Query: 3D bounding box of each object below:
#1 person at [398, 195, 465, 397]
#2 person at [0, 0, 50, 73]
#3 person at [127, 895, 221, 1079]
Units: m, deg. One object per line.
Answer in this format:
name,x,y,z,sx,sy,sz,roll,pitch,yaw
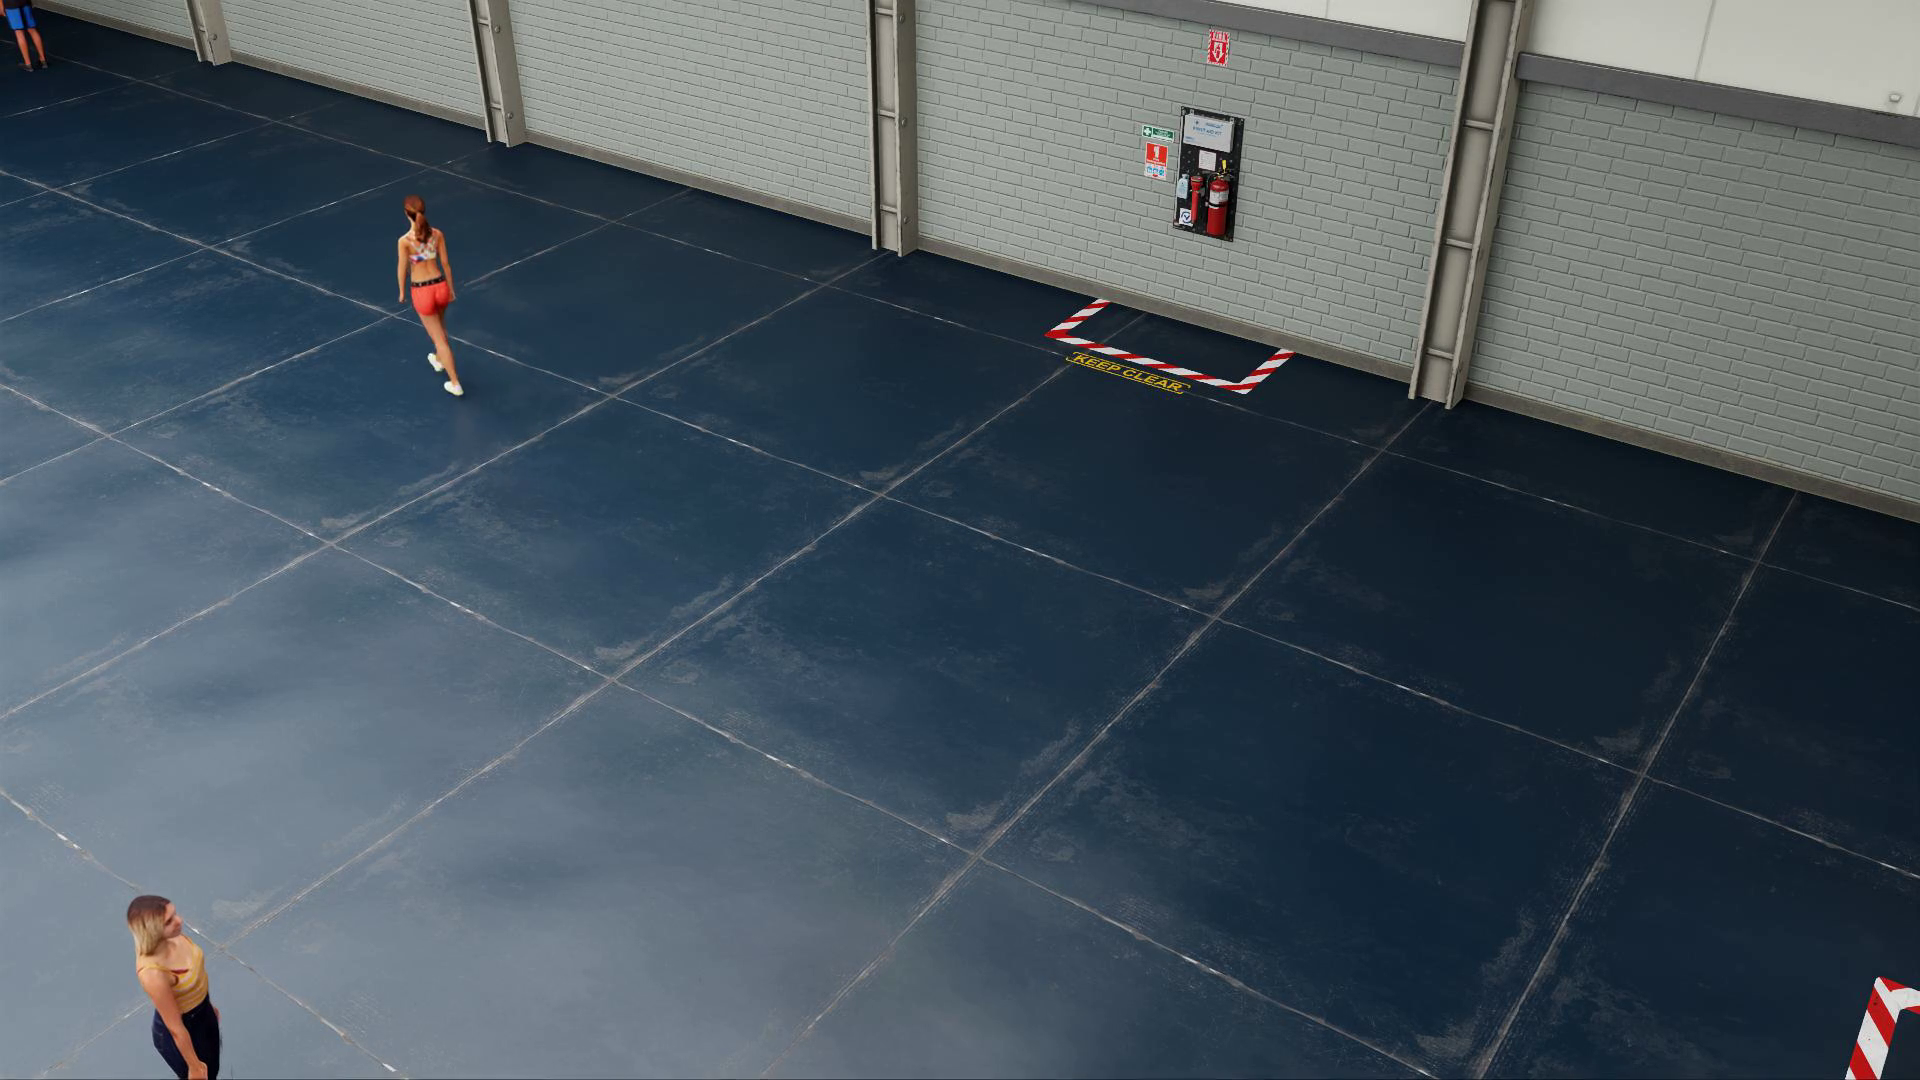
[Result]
person,-4.543,-2.071,14.391,0.702,1.760,1.032,-28,41,-36
person,-12.870,-7.325,22.687,0.560,1.794,0.590,22,38,31
person,-3.556,2.252,7.662,0.704,1.627,0.636,-7,33,-10
